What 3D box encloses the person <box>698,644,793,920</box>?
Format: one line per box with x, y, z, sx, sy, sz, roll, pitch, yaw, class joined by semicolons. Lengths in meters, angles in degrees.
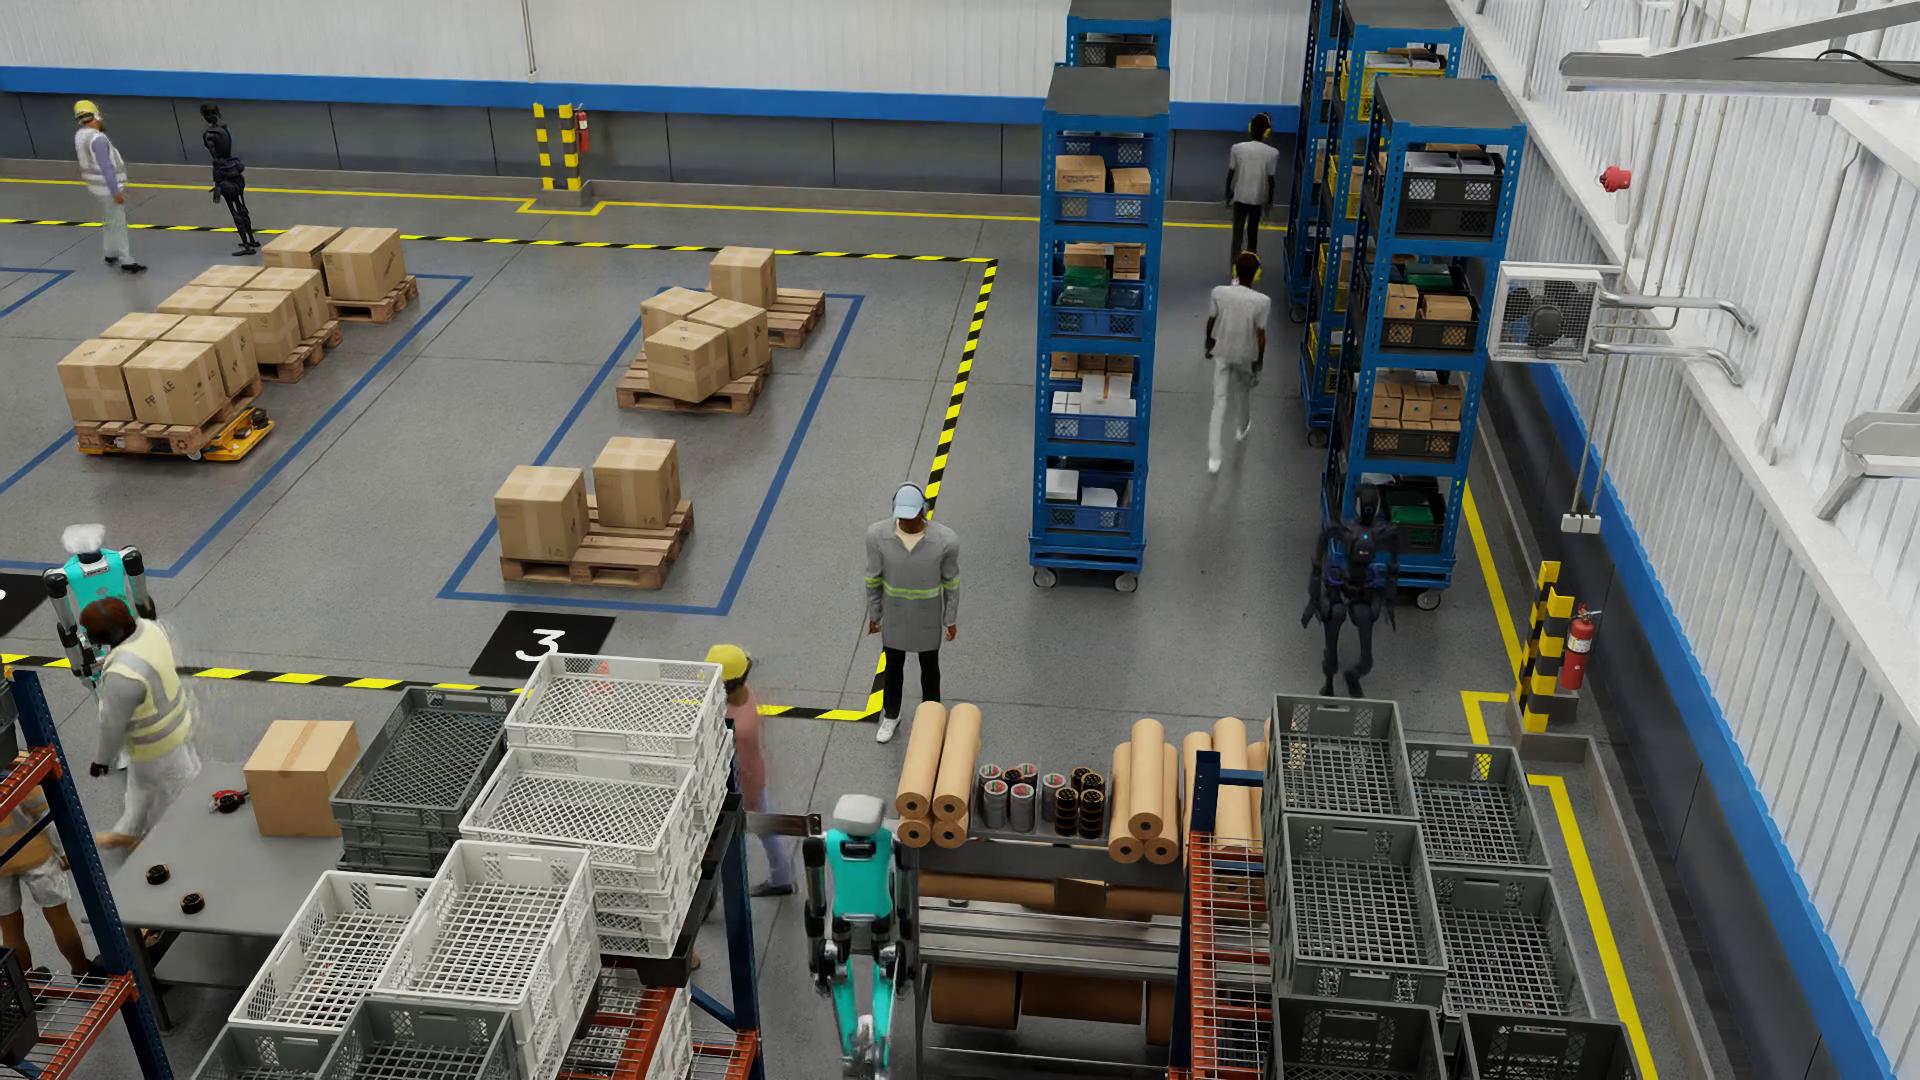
-1.293;1.303;8.976;0.754;1.740;0.545;-4;30;-7;person

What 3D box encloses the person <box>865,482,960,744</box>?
-0.297;0.464;10.305;0.589;1.850;0.395;4;30;6;person

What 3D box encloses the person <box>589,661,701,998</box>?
-1.604;1.471;8.393;0.398;2.035;0.613;12;32;20;person

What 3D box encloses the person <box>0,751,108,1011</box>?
-4.759;1.554;8.344;0.542;1.939;0.359;-7;31;-12;person

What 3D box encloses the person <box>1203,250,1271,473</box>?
2.260;-1.516;13.740;0.528;1.812;0.992;7;31;13;person

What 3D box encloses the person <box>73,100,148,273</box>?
-9.002;-3.711;17.550;0.406;1.782;0.670;-25;39;-36;person

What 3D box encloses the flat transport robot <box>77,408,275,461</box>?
-6.728;-0.944;14.268;1.431;0.197;0.652;3;30;6;flat transport robot

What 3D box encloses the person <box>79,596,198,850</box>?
-4.636;1.098;9.267;0.920;1.797;0.631;-8;31;-13;person

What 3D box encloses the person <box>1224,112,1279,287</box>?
2.979;-3.498;17.144;0.512;1.826;0.933;4;30;7;person

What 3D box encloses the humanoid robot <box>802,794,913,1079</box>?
-0.464;2.081;7.665;0.531;1.742;1.015;1;30;2;humanoid robot

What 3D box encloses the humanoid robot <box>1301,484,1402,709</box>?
2.499;0.383;10.611;0.601;1.645;0.336;1;30;1;humanoid robot

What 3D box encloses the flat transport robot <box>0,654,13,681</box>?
-7.142;0.969;11.010;1.431;0.231;0.659;3;30;6;flat transport robot

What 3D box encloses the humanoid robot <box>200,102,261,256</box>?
-7.919;-3.907;17.974;0.315;1.653;0.599;-2;30;-4;humanoid robot

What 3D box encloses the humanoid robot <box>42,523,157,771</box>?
-5.173;0.579;10.089;0.533;1.673;0.735;-21;36;-32;humanoid robot
